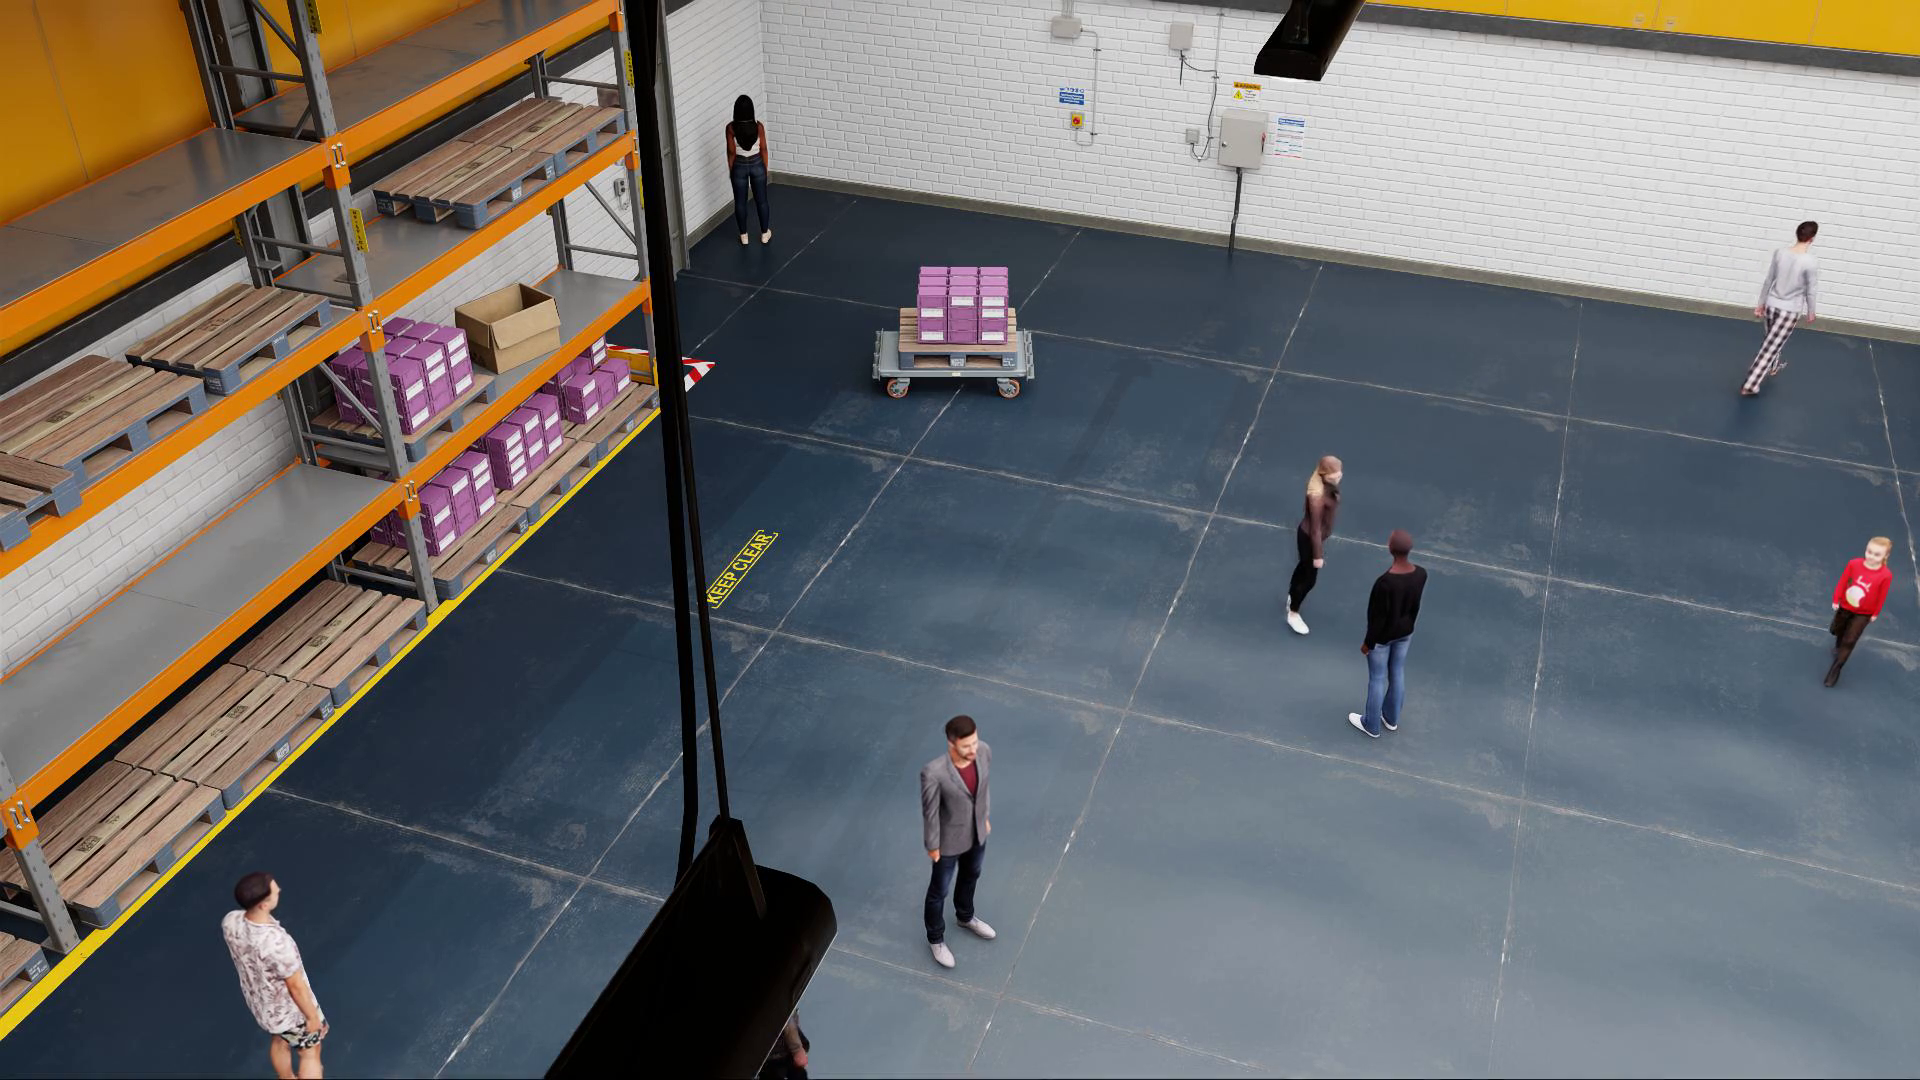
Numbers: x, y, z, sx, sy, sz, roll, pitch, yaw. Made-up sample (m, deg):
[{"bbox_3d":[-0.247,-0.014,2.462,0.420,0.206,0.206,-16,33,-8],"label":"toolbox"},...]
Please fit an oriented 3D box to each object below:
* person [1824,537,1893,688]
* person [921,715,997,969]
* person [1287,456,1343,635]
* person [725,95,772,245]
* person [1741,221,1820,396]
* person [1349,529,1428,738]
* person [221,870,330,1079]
[{"bbox_3d":[7.003,0.503,12.963,0.666,1.266,0.895,25,41,32],"label":"person"},{"bbox_3d":[-0.012,1.832,10.416,0.722,1.873,0.838,-25,41,-32],"label":"person"},{"bbox_3d":[2.819,-0.045,13.418,0.843,1.674,0.482,4,34,6],"label":"person"},{"bbox_3d":[-2.530,-4.431,19.896,0.743,1.809,0.753,-4,34,-6],"label":"person"},{"bbox_3d":[8.183,-2.275,16.644,1.137,1.818,1.035,-17,37,-24],"label":"person"},{"bbox_3d":[3.172,0.690,12.248,0.679,1.747,0.741,-15,36,-21],"label":"person"},{"bbox_3d":[-3.837,2.573,9.357,0.714,1.811,0.639,19,38,26],"label":"person"}]
